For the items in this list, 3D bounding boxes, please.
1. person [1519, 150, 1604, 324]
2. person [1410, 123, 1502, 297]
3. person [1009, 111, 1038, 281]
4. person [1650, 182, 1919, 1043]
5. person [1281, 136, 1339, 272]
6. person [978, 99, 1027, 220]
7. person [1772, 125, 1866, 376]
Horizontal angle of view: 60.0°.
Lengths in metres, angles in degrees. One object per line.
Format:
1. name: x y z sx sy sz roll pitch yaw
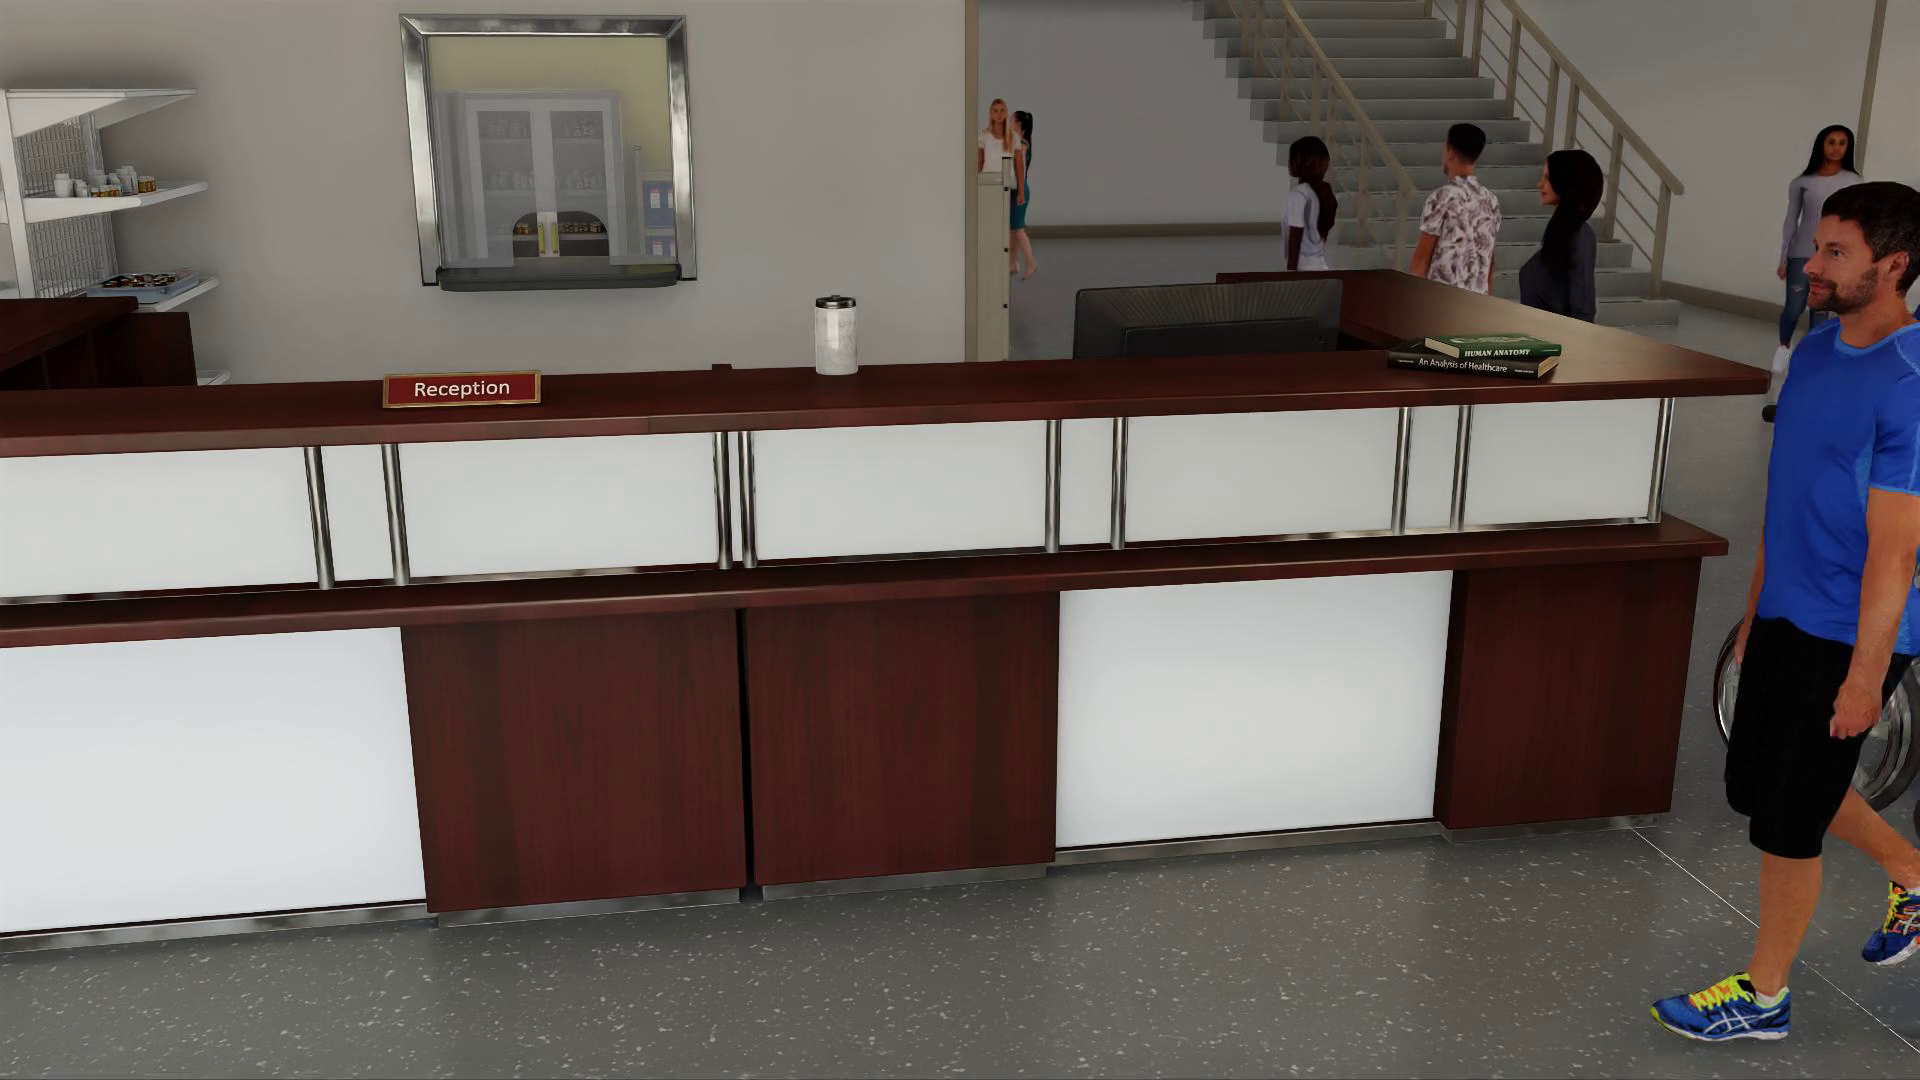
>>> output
1. person: 2.483 -0.733 6.955 0.715 1.768 0.516 0 16 1
2. person: 2.586 -1.203 8.558 0.951 1.801 1.194 -10 19 -32
3. person: 0.610 -3.482 16.860 0.640 1.683 0.501 -3 16 -11
4. person: 1.905 0.198 3.496 0.778 1.853 0.946 0 16 -1
5. person: 2.033 -1.420 9.502 0.810 1.708 0.750 11 19 33
6. person: 0.372 -3.395 16.413 0.635 1.759 1.125 -2 16 -8
7. person: 5.687 -1.865 11.049 0.791 1.725 0.881 5 17 18
